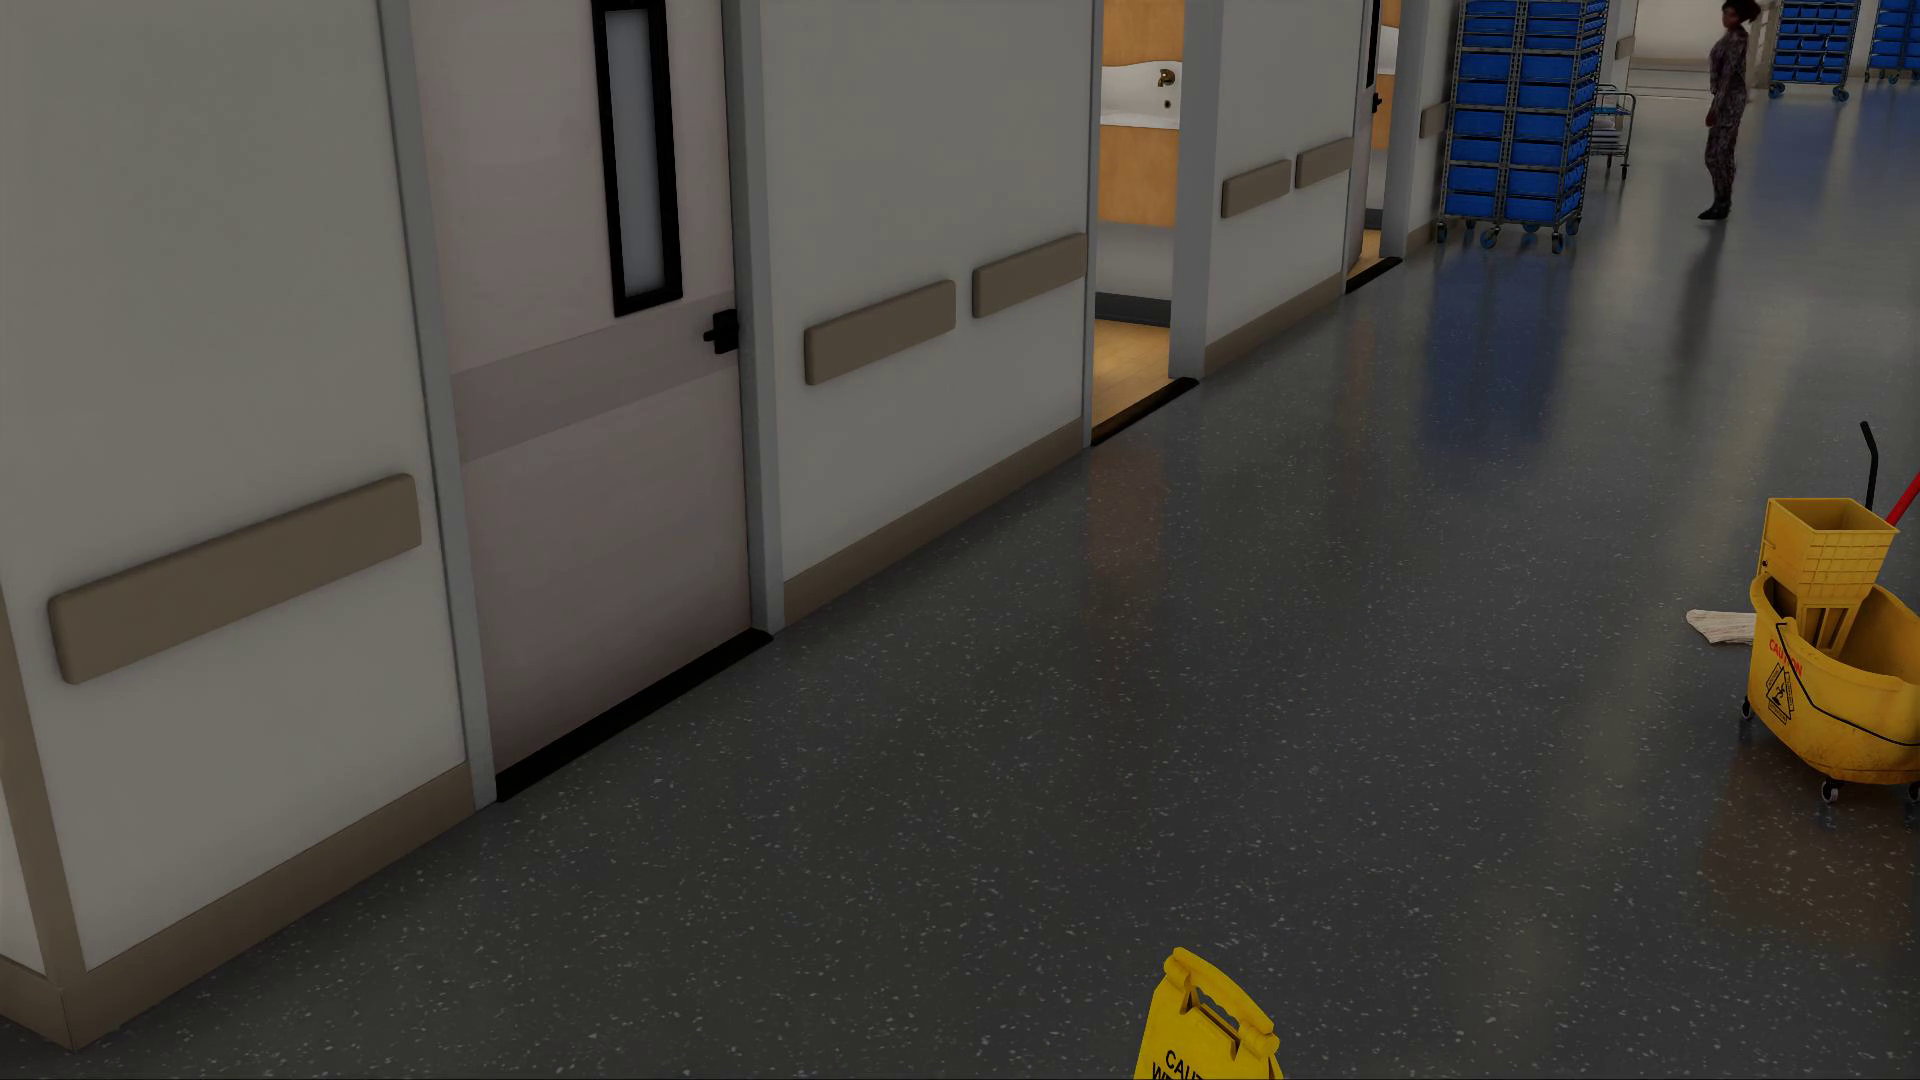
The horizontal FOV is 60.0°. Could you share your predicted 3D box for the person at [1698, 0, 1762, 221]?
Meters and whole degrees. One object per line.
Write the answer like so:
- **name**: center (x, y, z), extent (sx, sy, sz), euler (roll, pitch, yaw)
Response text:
- **person**: center (5.936, -3.326, 12.797), extent (0.814, 1.695, 0.503), euler (15, 25, 34)
